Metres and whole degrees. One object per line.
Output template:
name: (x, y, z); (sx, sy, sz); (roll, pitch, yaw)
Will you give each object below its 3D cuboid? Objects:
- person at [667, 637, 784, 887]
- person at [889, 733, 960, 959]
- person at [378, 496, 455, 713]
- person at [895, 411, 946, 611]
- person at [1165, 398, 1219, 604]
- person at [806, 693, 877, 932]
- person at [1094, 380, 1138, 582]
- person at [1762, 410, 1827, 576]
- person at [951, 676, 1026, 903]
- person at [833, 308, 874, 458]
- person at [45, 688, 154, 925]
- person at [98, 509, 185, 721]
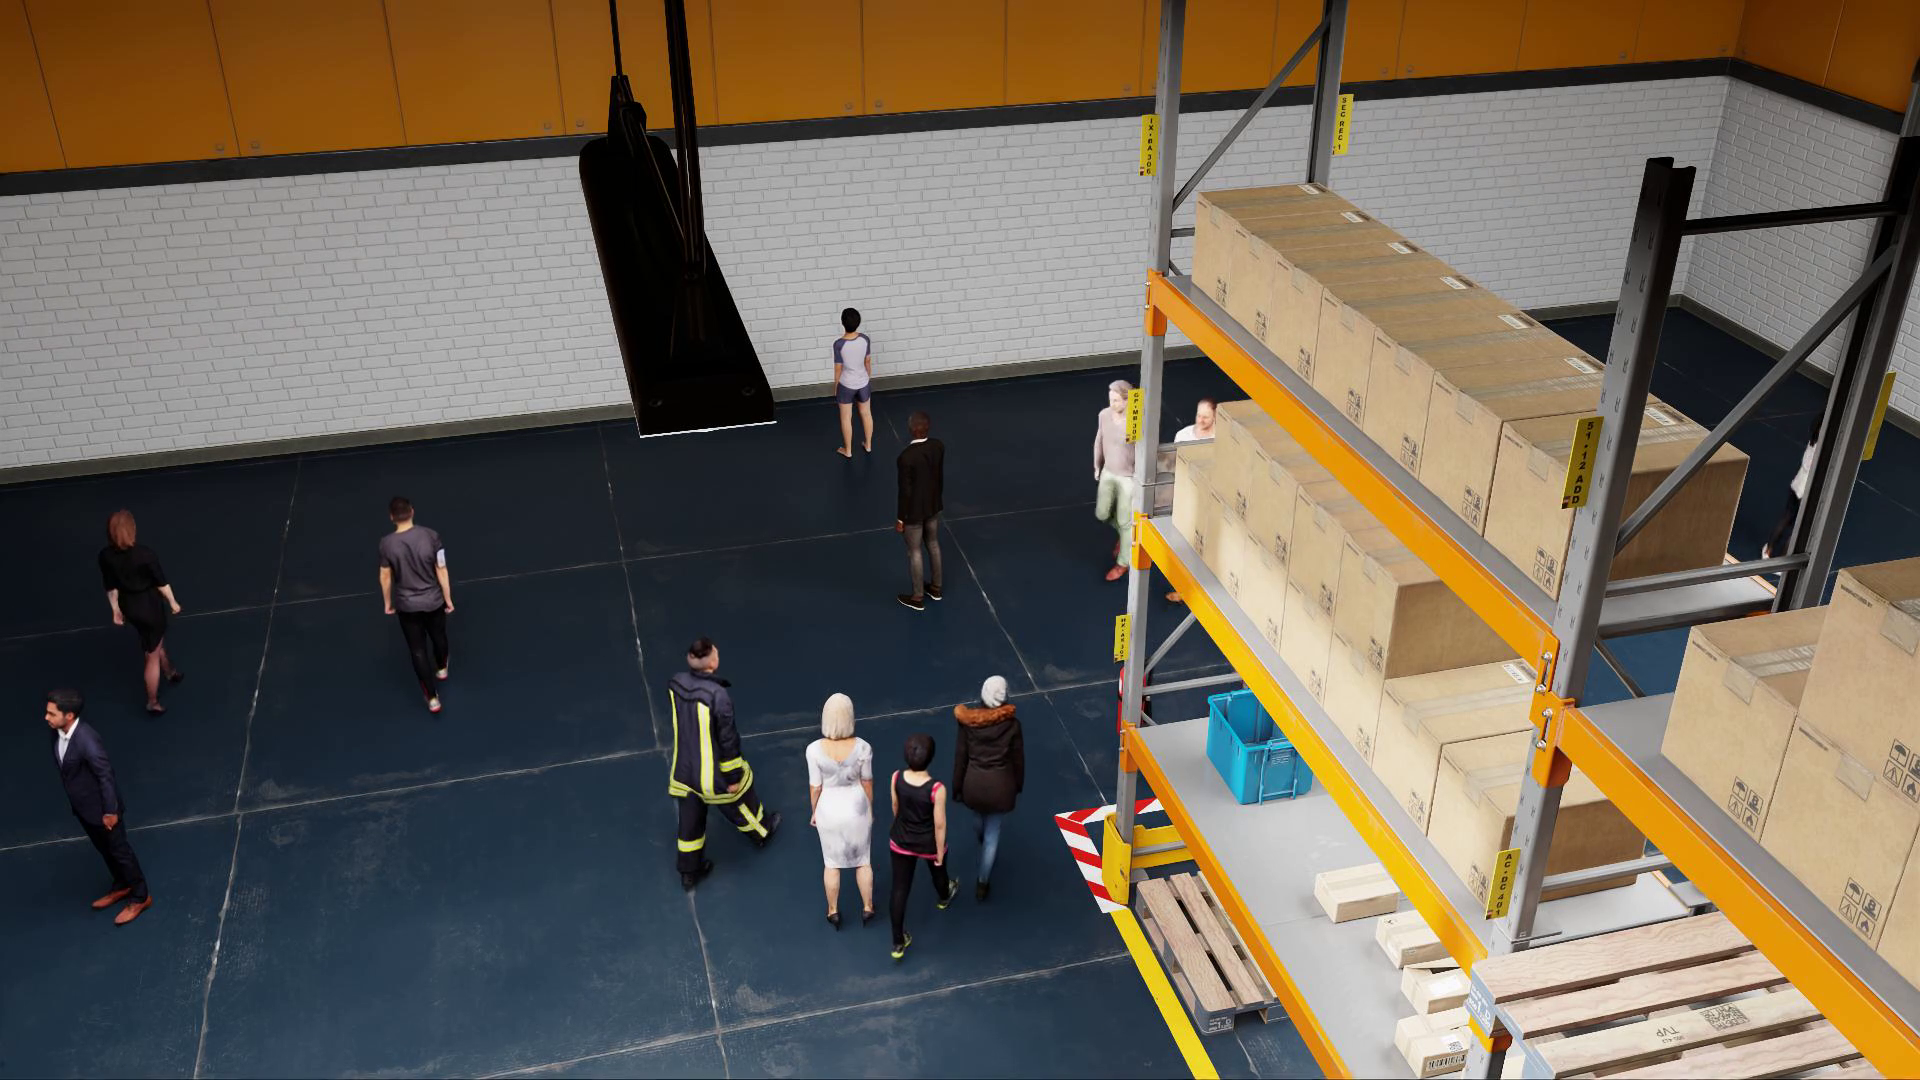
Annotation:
person: (-1.695, 1.470, 10.816); (1.186, 1.826, 1.229); (18, 33, 29)
person: (-0.297, 1.911, 10.334); (0.944, 1.513, 1.081); (11, 30, 18)
person: (-4.122, 0.513, 12.665); (0.727, 1.736, 1.023); (-10, 30, -18)
person: (-0.326, -0.261, 14.015); (0.741, 1.802, 0.740); (-26, 38, -38)
person: (2.107, -0.413, 14.286); (1.235, 1.810, 1.192); (21, 35, 33)
person: (-0.727, 1.715, 10.445); (0.597, 1.752, 0.558); (-2, 29, -4)
person: (1.466, -0.572, 14.533); (0.975, 1.852, 1.018); (20, 35, 32)
person: (7.347, -0.414, 14.491); (0.914, 1.613, 0.644); (-2, 29, -4)
person: (0.177, 1.636, 10.749); (0.877, 1.598, 1.084); (3, 29, 6)
person: (-1.074, -1.597, 16.710); (0.608, 1.566, 0.590); (-14, 32, -25)
person: (-5.478, 1.665, 10.565); (0.678, 1.724, 0.763); (19, 34, 30)
person: (-6.212, 0.603, 12.554); (0.781, 1.683, 0.933); (5, 29, 9)
